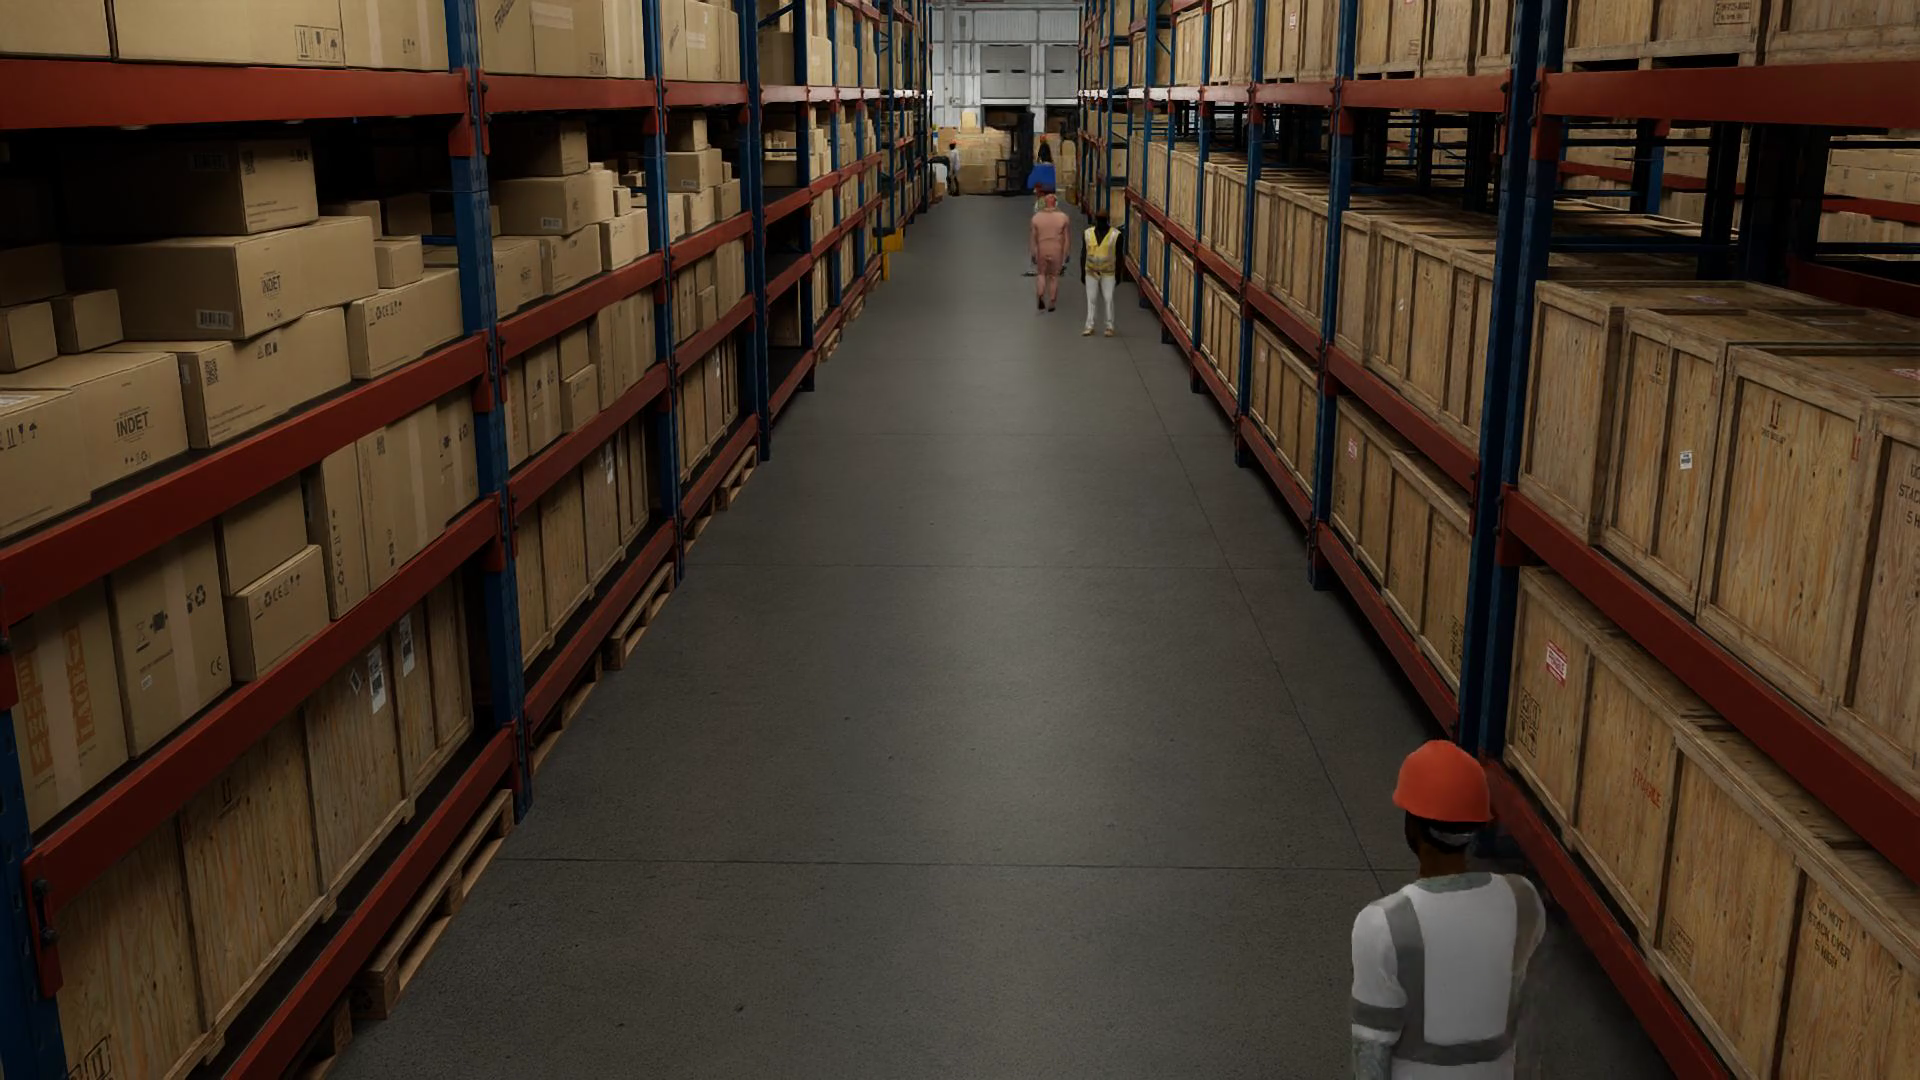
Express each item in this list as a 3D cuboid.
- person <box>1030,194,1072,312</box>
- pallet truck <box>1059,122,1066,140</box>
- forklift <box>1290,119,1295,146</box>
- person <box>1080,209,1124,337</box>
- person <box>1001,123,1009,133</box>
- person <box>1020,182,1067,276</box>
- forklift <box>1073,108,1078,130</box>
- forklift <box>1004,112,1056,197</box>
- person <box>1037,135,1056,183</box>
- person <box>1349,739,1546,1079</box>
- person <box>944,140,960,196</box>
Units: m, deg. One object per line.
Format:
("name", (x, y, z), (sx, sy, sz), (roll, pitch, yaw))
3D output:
("person", (1.487, -4.676, 27.067), (0.661, 1.884, 0.589), (2, 15, 9))
("pallet truck", (5.788, -21.111, 88.014), (1.885, 1.965, 0.823), (5, 16, 18))
("forklift", (8.632, -9.602, 43.516), (1.873, 2.768, 1.129), (0, 15, 2))
("person", (2.044, -3.878, 24.193), (0.634, 1.841, 0.429), (5, 16, 18))
("person", (2.377, -21.281, 88.816), (0.759, 1.907, 0.587), (11, 18, 35))
("person", (1.617, -5.963, 32.013), (0.853, 1.818, 0.578), (1, 15, 2))
("forklift", (5.291, -17.189, 71.745), (1.873, 2.768, 1.129), (-13, 20, -41))
("forklift", (2.249, -13.141, 56.686), (1.873, 2.768, 1.129), (-5, 16, -16))
("person", (3.281, -14.439, 63.307), (0.997, 1.953, 0.640), (-8, 17, -26))
("person", (1.232, 1.445, 4.340), (0.534, 1.878, 1.048), (-3, 15, -10))
("person", (-0.273, -12.787, 57.217), (0.668, 1.903, 0.575), (5, 16, 18))
